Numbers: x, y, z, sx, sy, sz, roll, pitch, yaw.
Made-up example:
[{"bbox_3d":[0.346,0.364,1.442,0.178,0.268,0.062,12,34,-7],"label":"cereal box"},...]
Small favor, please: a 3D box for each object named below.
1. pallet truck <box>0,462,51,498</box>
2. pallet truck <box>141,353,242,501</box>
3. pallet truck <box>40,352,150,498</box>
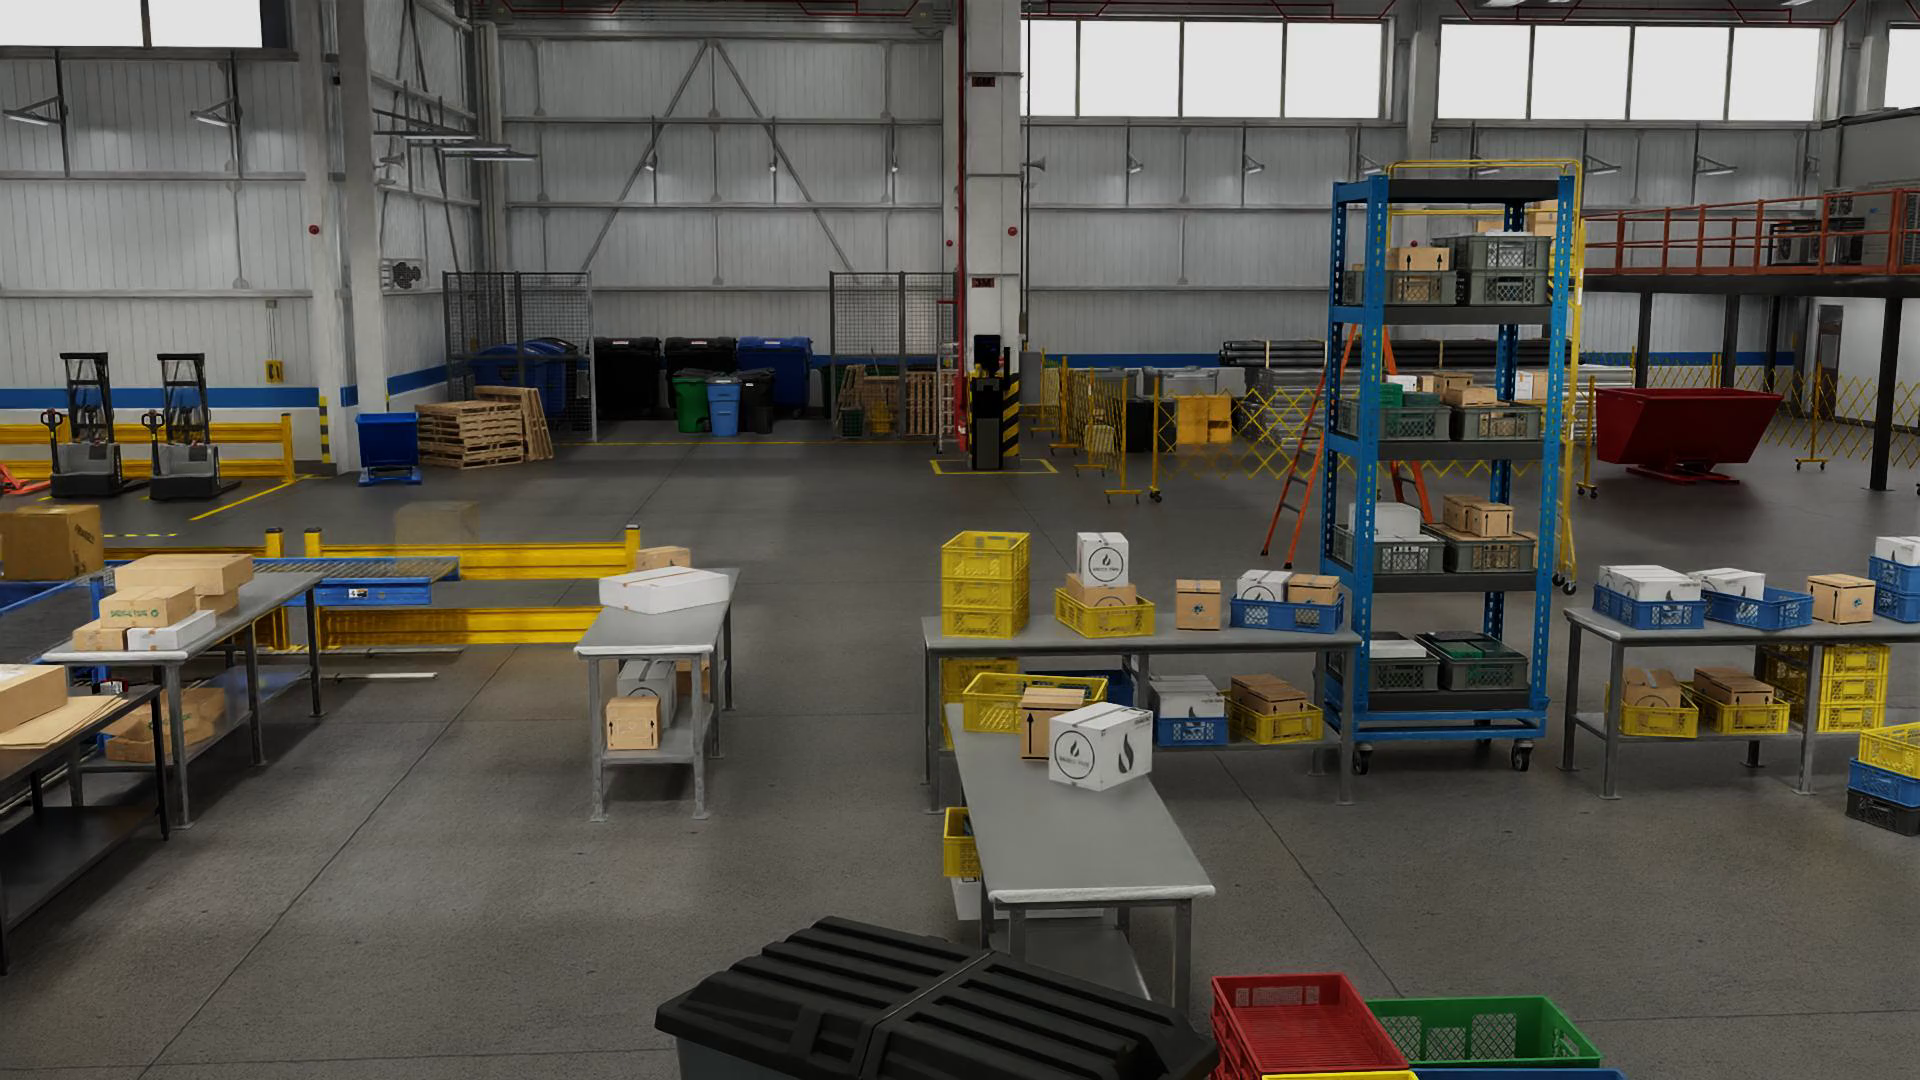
[{"bbox_3d":[-13.193,-1.293,23.148,0.653,1.274,1.630,-1,9,-4],"label":"pallet truck"},{"bbox_3d":[-10.520,-1.604,22.925,0.823,1.965,1.885,-1,9,-6],"label":"pallet truck"},{"bbox_3d":[-11.907,-1.642,23.165,0.823,1.965,1.885,0,9,0],"label":"pallet truck"}]
